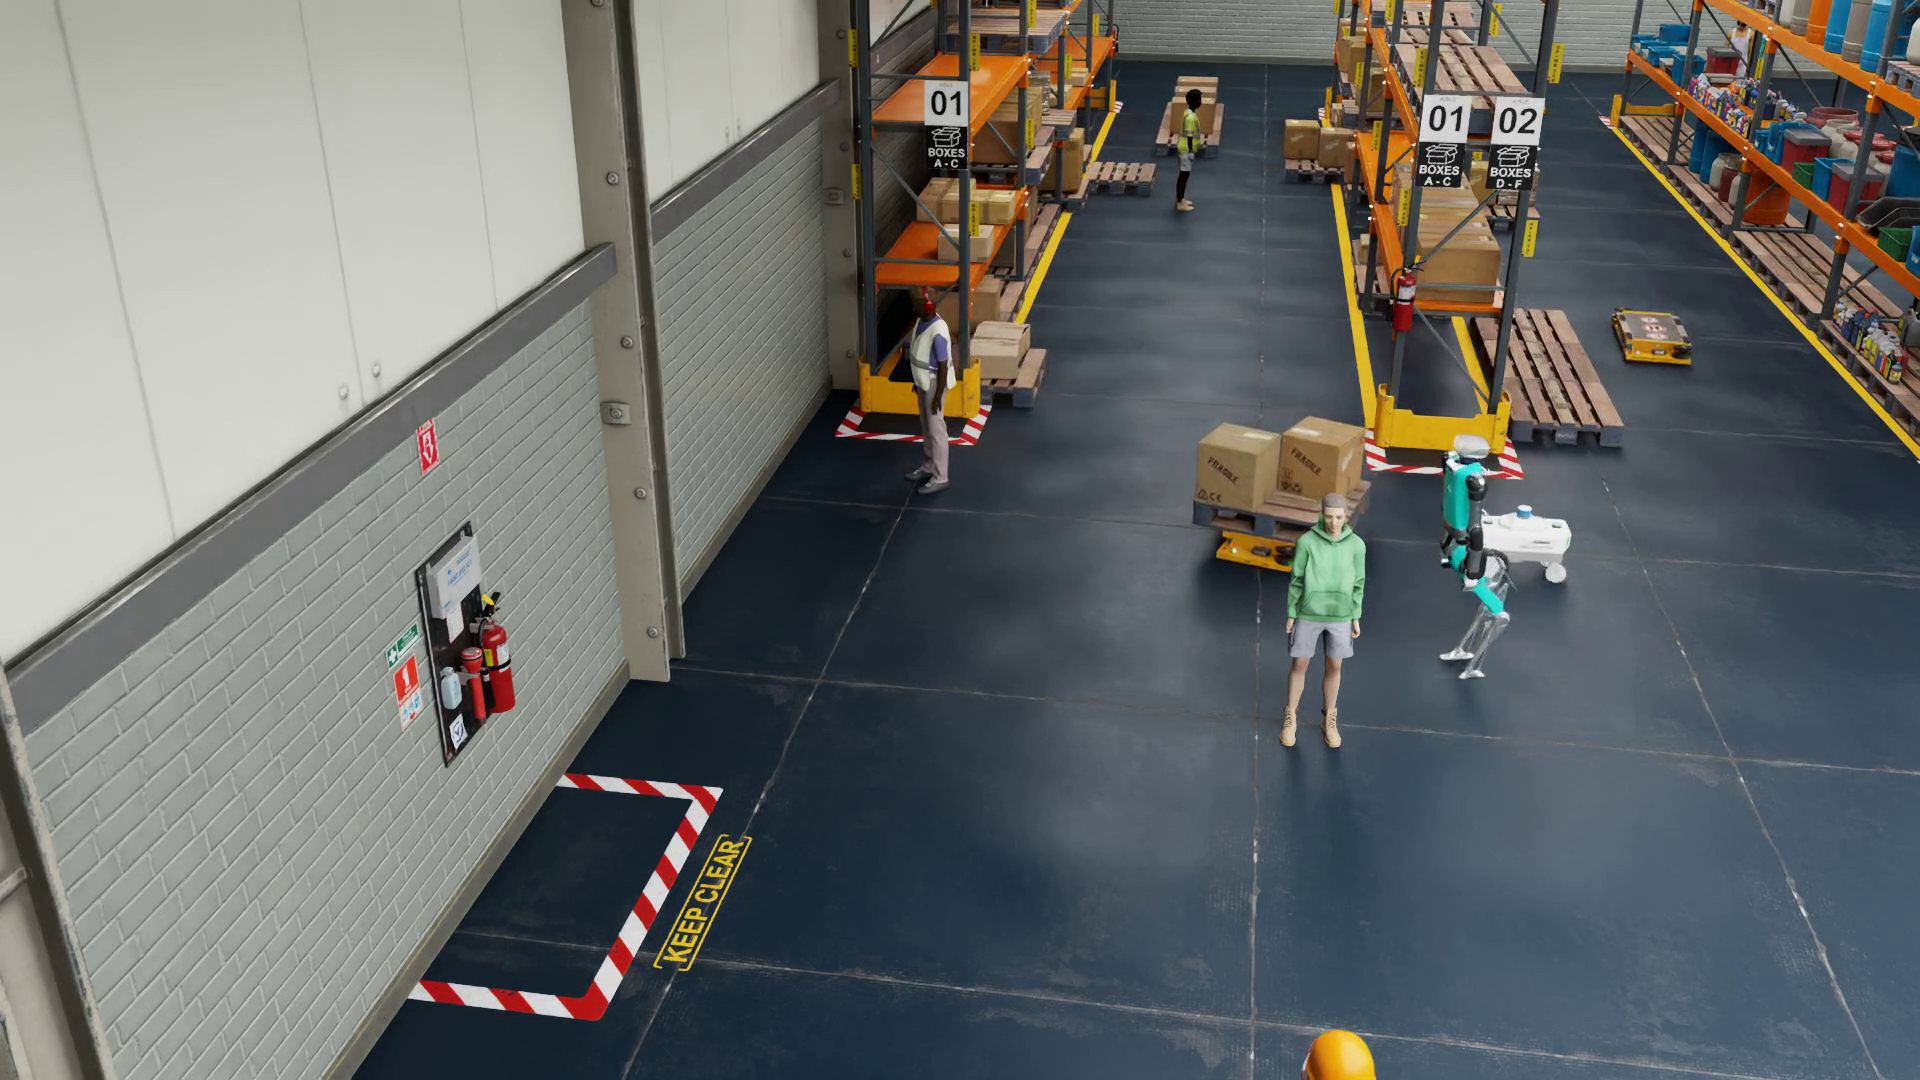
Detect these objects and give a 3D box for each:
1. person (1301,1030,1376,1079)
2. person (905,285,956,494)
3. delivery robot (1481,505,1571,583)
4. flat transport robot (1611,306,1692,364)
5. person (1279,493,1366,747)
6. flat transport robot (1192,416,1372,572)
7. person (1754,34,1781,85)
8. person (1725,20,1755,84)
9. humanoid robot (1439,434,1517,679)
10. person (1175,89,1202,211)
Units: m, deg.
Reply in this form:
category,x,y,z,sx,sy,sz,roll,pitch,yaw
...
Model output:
category,x,y,z,sx,sy,sz,roll,pitch,yaw
person,1.295,2.538,6.008,0.562,1.896,0.359,-6,26,-14
person,-0.244,-1.306,14.300,0.393,1.837,0.563,-8,26,-16
delivery robot,4.337,0.021,12.981,0.774,0.599,0.499,3,25,7
flat transport robot,7.530,-2.229,18.129,0.659,0.231,1.431,6,26,13
person,2.301,0.501,10.546,0.472,1.743,0.342,2,25,4
flat transport robot,2.640,-0.130,13.635,0.659,0.231,1.431,12,28,24
person,15.882,-9.839,32.644,0.307,1.771,0.528,-20,32,-37
person,13.732,-8.404,29.460,0.532,1.861,0.384,11,27,22
humanoid robot,3.586,0.104,11.361,0.706,1.760,0.531,-4,25,-7
person,3.221,-5.505,23.462,0.322,1.690,0.532,1,25,3
